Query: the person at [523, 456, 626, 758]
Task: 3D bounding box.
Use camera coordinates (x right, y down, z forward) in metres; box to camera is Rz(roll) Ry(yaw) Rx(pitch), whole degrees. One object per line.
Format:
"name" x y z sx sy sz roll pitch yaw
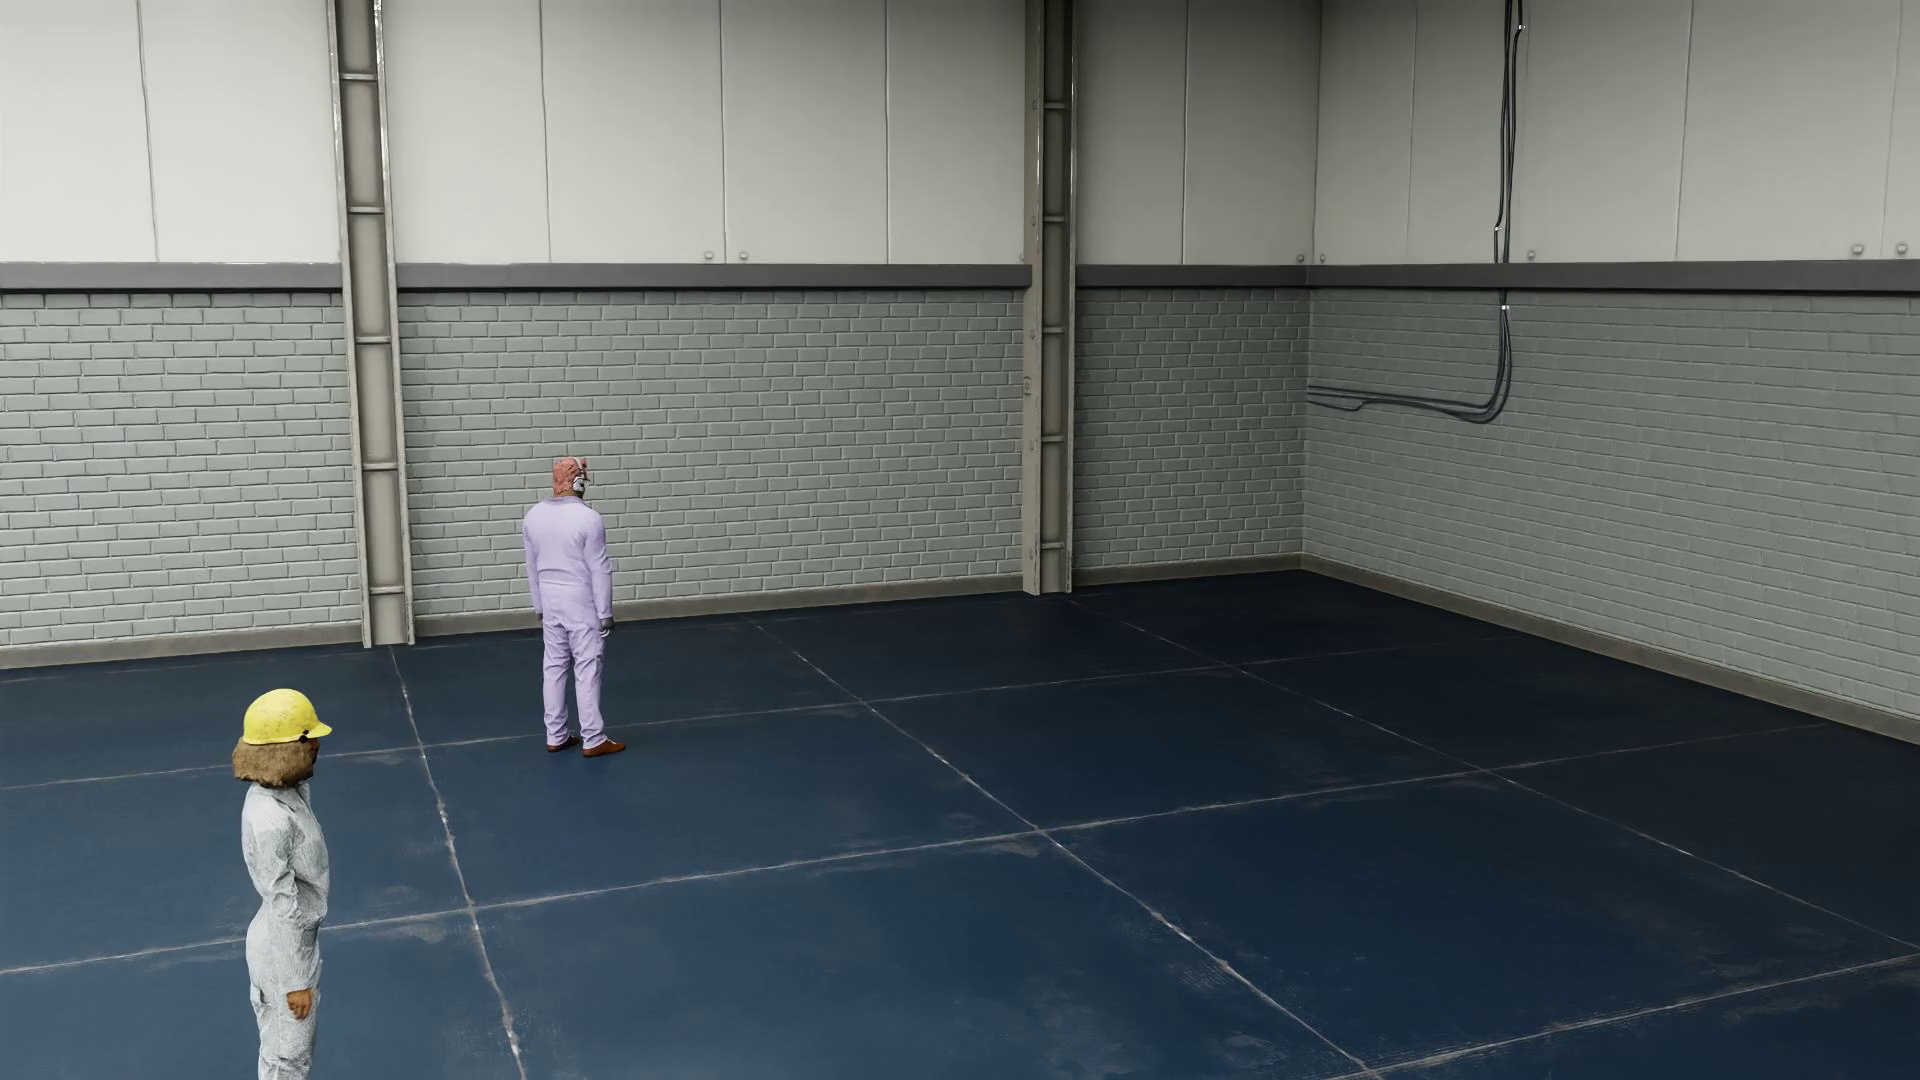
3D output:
"person" -2.428 0.422 10.504 0.640 1.905 0.410 5 10 29

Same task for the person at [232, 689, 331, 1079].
"person" -2.123 1.327 5.313 0.294 1.744 0.486 -4 10 -22
